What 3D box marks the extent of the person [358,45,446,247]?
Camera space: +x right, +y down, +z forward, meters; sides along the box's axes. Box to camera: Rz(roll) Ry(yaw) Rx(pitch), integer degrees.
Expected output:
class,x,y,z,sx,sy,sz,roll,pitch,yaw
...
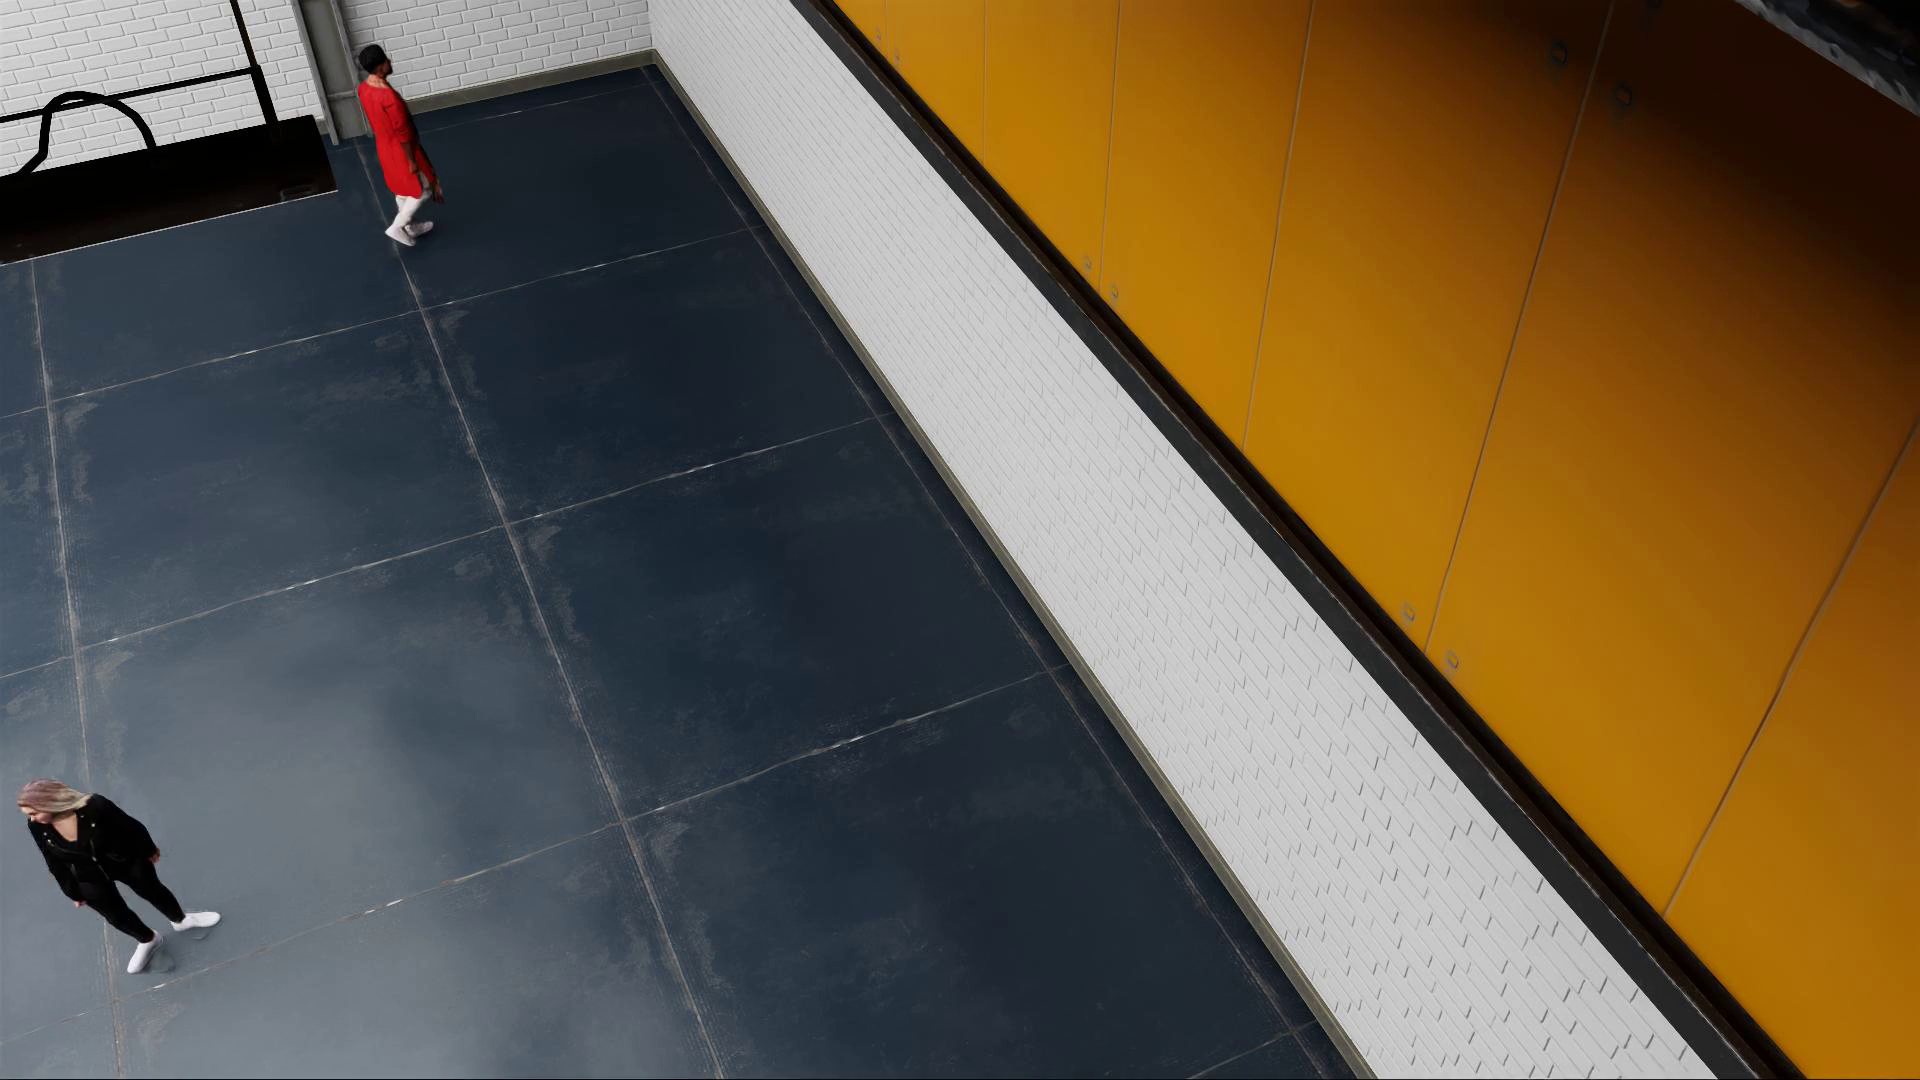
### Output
class,x,y,z,sx,sy,sz,roll,pitch,yaw
person,-4.968,-3.354,14.424,0.872,1.867,0.964,31,52,28

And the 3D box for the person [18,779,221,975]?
class,x,y,z,sx,sy,sz,roll,pitch,yaw
person,-4.648,1.772,9.190,0.492,1.665,0.810,-29,51,-27
